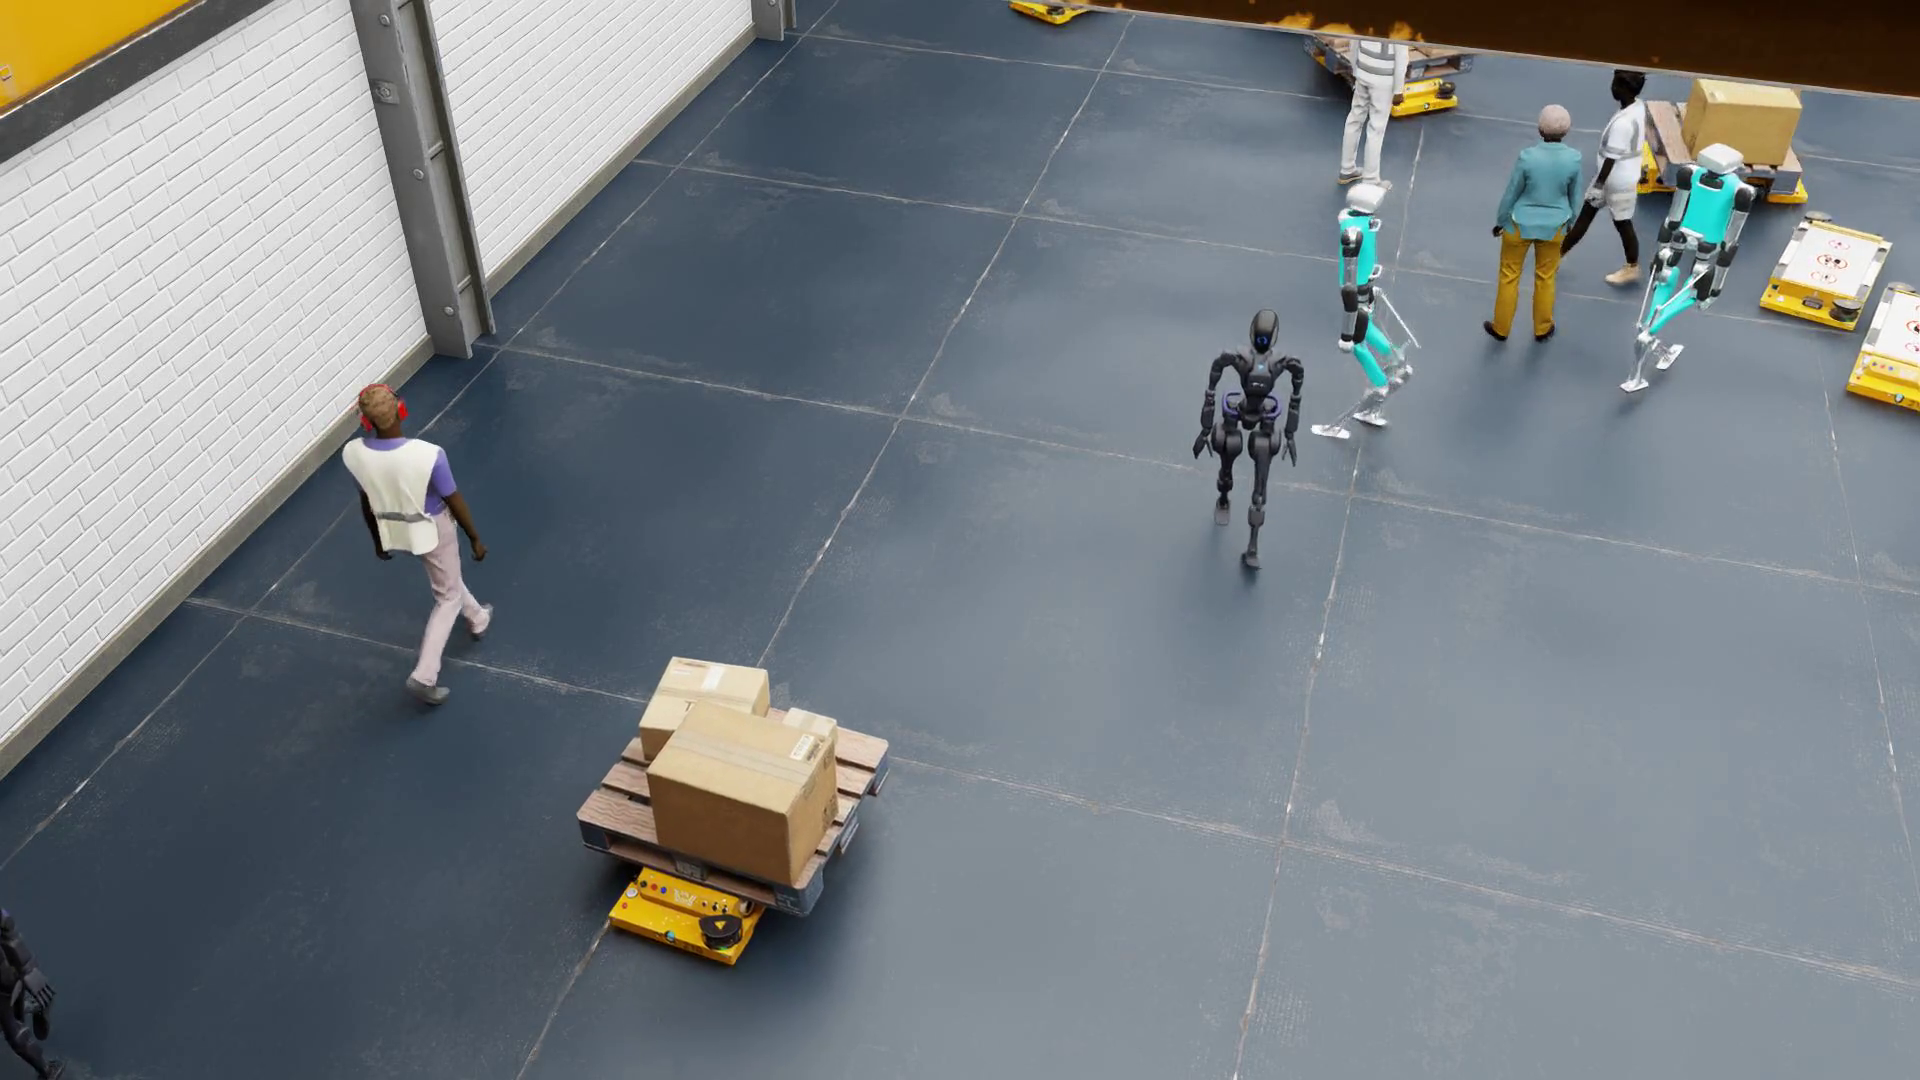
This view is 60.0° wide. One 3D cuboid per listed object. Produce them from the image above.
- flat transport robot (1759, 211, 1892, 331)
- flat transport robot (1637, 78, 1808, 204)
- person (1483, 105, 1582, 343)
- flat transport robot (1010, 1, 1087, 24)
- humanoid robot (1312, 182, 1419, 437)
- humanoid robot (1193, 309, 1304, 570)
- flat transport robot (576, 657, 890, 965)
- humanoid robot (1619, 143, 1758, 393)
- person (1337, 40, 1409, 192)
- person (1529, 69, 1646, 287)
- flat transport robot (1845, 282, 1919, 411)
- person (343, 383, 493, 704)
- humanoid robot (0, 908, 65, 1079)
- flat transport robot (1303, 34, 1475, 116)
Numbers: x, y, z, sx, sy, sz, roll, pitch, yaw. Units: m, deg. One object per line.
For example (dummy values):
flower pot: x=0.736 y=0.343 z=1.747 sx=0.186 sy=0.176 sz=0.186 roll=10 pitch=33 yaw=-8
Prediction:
flat transport robot: x=6.552 y=-2.040 z=12.542 sx=0.659 sy=0.231 sz=1.431 roll=23 pitch=44 yaw=25
flat transport robot: x=6.231 y=-3.069 z=13.822 sx=1.431 sy=0.231 sz=0.659 roll=6 pitch=39 yaw=7
person: x=4.015 y=-2.179 z=11.546 sx=0.611 sy=1.741 sz=0.345 roll=2 pitch=39 yaw=3
flat transport robot: x=1.236 y=-5.625 z=17.002 sx=1.431 sy=0.231 sz=0.659 roll=-32 pitch=48 yaw=-33
humanoid robot: x=2.688 y=-1.375 z=10.542 sx=0.781 sy=1.768 sz=0.531 roll=13 pitch=41 yaw=15
humanoid robot: x=1.680 y=-0.629 z=9.696 sx=0.613 sy=1.622 sz=0.774 roll=3 pitch=39 yaw=4
flat transport robot: x=-1.093 y=1.418 z=8.240 sx=0.659 sy=0.231 sz=1.431 roll=14 pitch=41 yaw=17
humanoid robot: x=4.664 y=-1.696 z=10.934 sx=0.995 sy=1.733 sz=0.550 roll=-25 pitch=45 yaw=-28
person: x=3.340 y=-3.694 z=13.309 sx=0.354 sy=1.887 sz=0.572 roll=-22 pitch=44 yaw=-25
person: x=4.779 y=-2.672 z=12.227 sx=0.840 sy=1.639 sz=0.588 roll=14 pitch=41 yaw=16
flat transport robot: x=6.726 y=-1.354 z=11.689 sx=0.659 sy=0.231 sz=1.431 roll=22 pitch=44 yaw=25
person: x=-2.862 y=-0.003 z=8.798 sx=0.630 sy=1.789 sz=0.879 roll=9 pitch=40 yaw=11
humanoid robot: x=-4.001 y=1.674 z=6.804 sx=0.615 sy=1.644 sz=0.449 roll=3 pitch=39 yaw=4
flat transport robot: x=3.918 y=-4.320 z=15.377 sx=0.659 sy=0.231 sz=1.431 roll=-14 pitch=41 yaw=-16
